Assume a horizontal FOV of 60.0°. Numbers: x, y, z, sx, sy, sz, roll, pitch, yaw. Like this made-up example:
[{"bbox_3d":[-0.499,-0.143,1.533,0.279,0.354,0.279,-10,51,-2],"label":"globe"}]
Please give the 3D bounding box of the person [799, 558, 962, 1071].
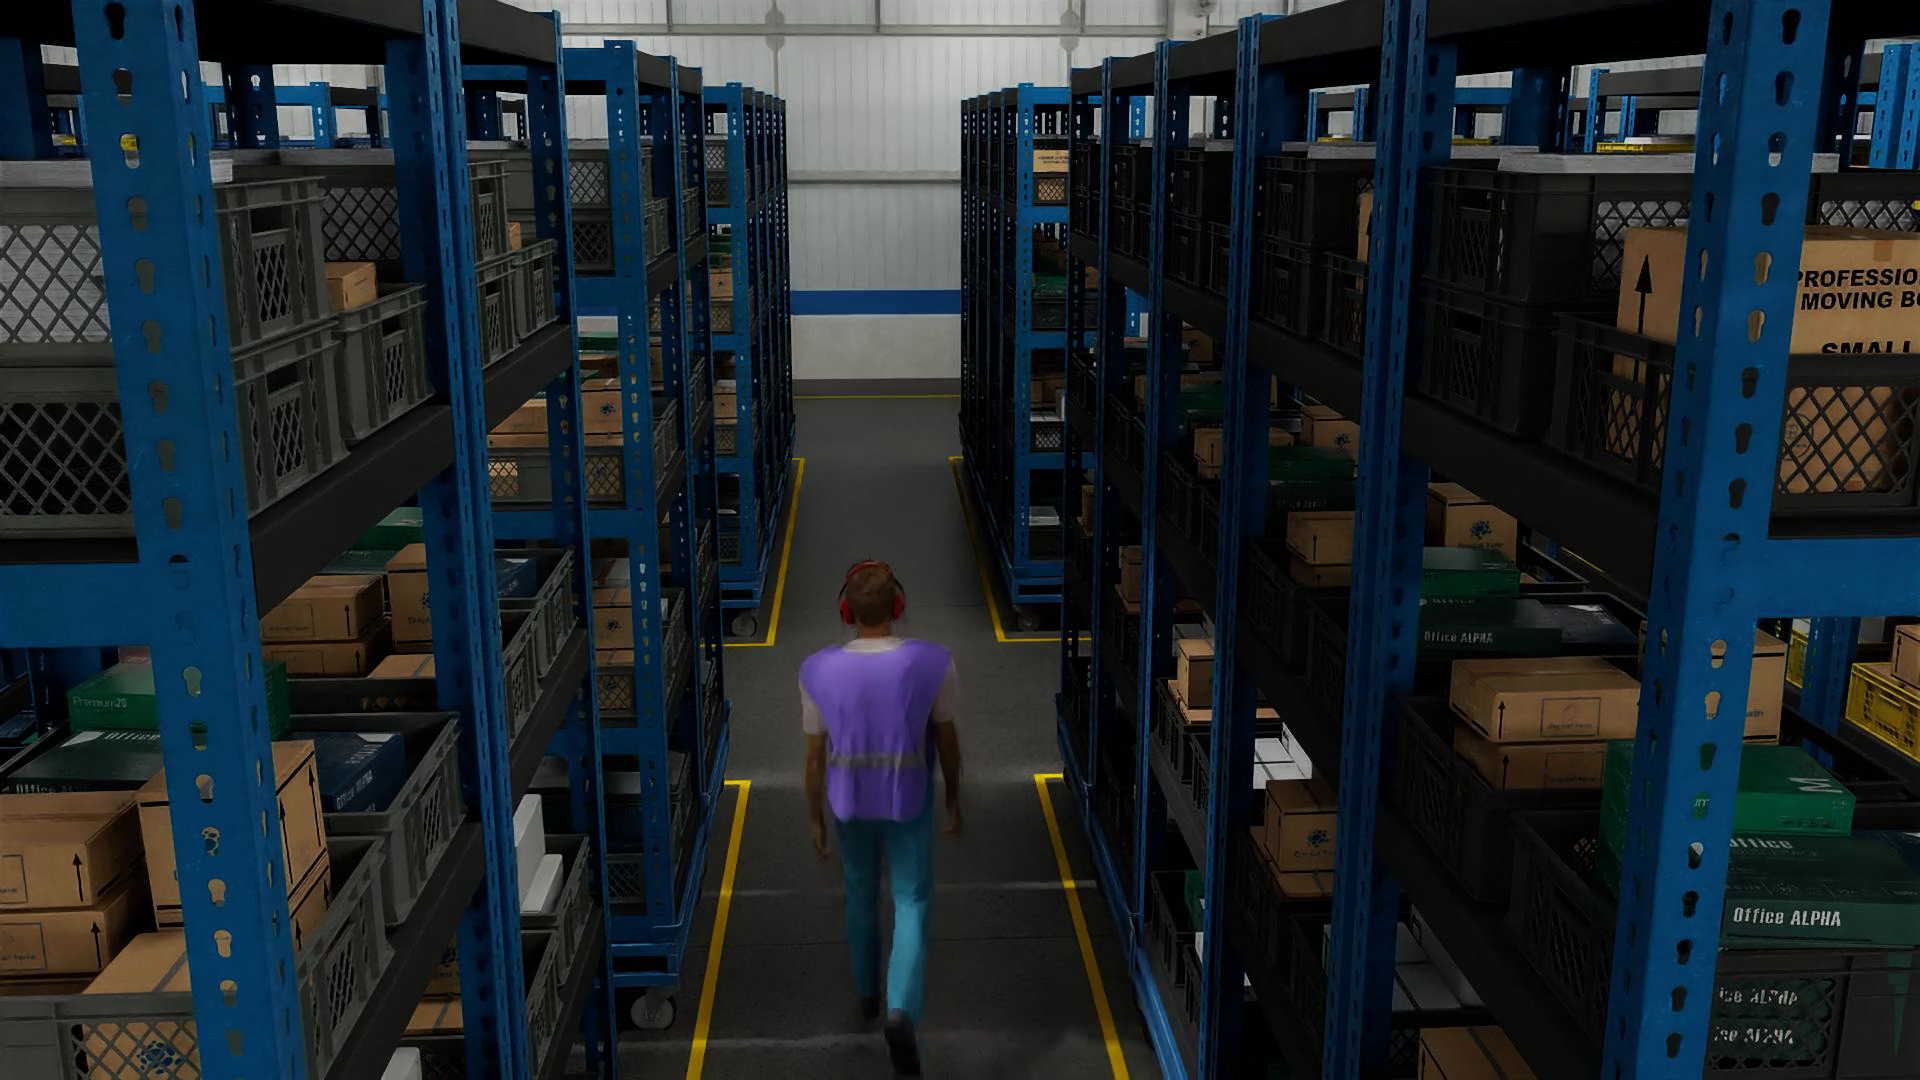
[{"bbox_3d":[-0.287,0.980,6.040,0.579,1.819,0.790,1,14,2],"label":"person"}]
